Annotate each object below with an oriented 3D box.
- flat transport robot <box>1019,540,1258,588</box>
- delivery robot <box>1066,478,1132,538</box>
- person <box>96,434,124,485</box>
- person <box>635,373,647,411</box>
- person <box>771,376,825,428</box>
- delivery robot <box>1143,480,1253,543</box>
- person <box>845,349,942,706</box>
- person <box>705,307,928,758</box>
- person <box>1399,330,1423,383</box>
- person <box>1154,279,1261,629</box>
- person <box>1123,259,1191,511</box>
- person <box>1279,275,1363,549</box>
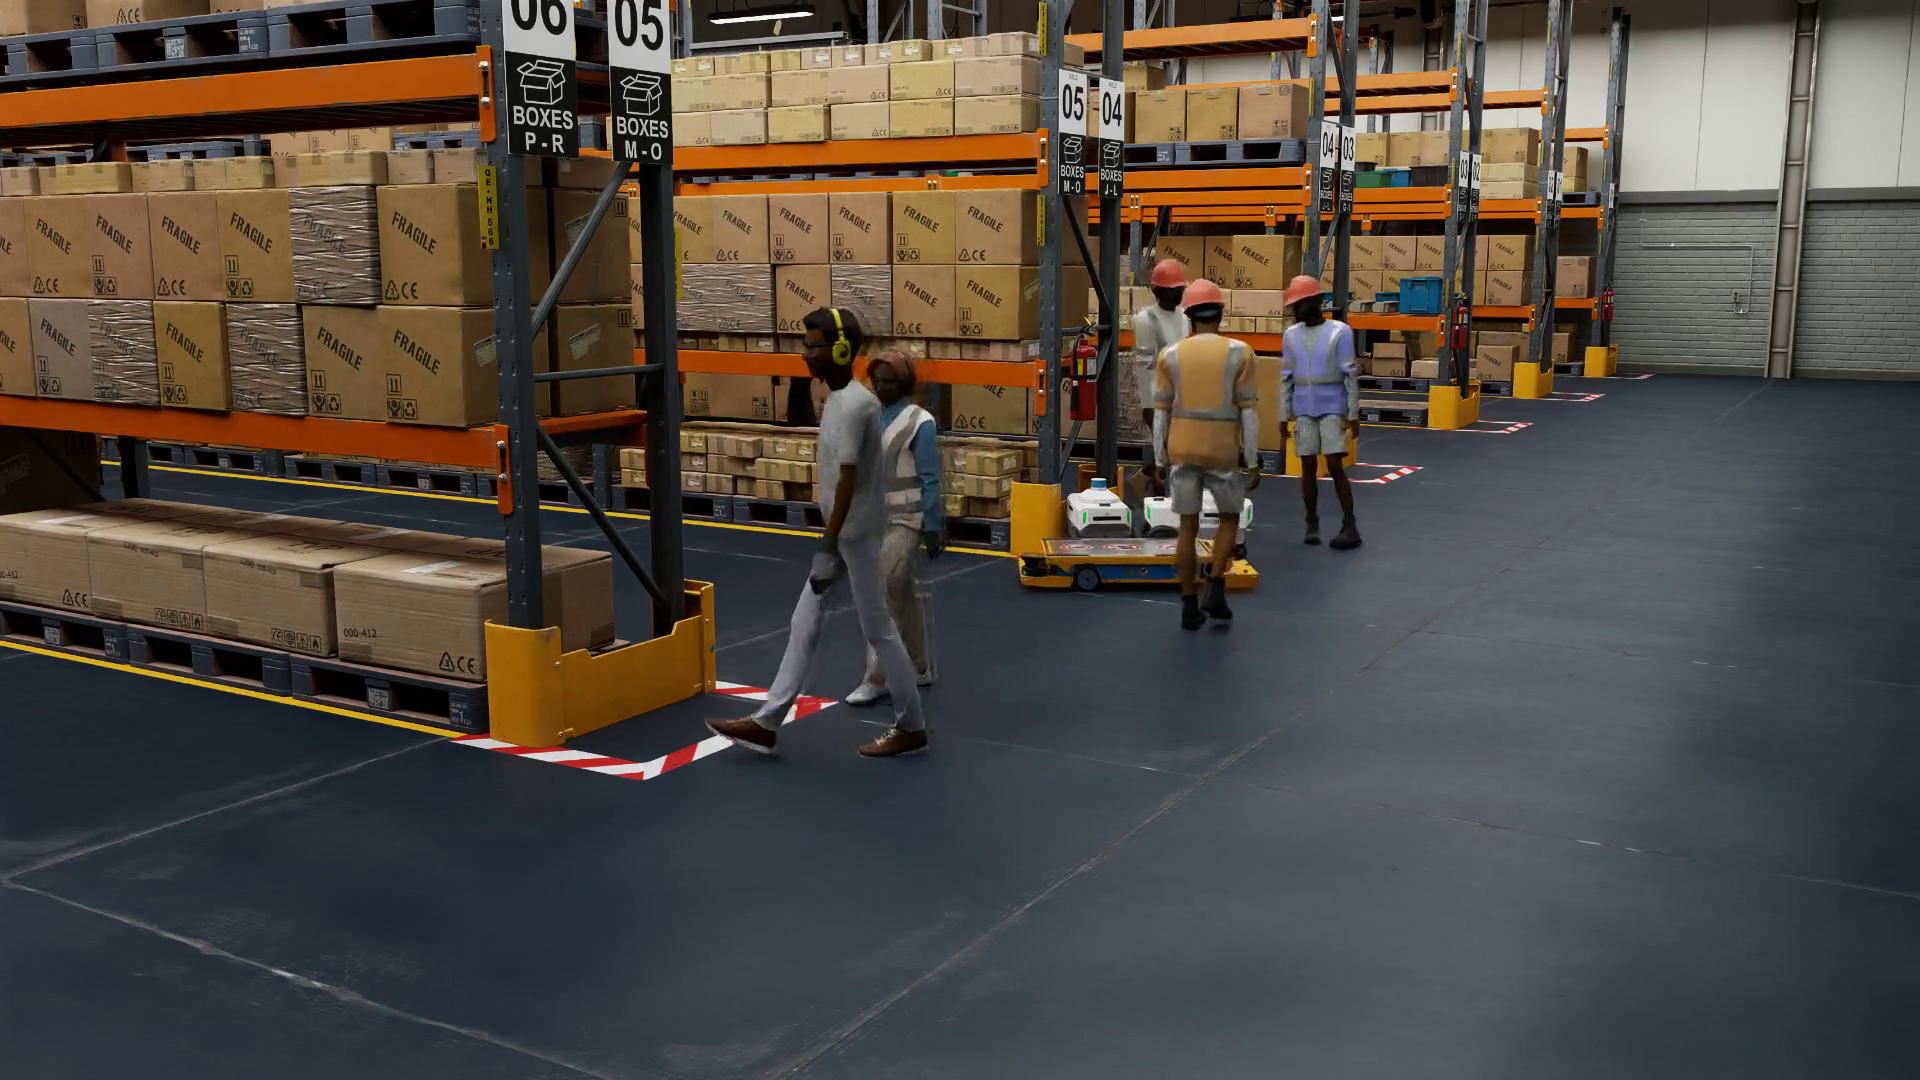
[{"bbox_3d":[1.090,0.136,10.360,1.431,0.197,0.652,0,10,0],"label":"flat transport robot"},{"bbox_3d":[0.917,-0.168,11.035,0.477,0.478,0.707,-1,10,-5],"label":"delivery robot"},{"bbox_3d":[-7.647,-1.454,14.797,0.549,1.937,0.358,-8,13,-39],"label":"person"},{"bbox_3d":[-2.971,-1.504,15.372,0.505,1.842,0.348,-7,12,-34],"label":"person"},{"bbox_3d":[-1.661,-1.707,16.210,0.886,1.957,0.641,5,11,25],"label":"person"},{"bbox_3d":[1.573,-0.162,11.000,0.707,0.478,0.477,1,10,4],"label":"delivery robot"},{"bbox_3d":[-0.366,-0.057,7.573,0.665,1.607,0.564,-6,11,-32],"label":"person"},{"bbox_3d":[-0.550,0.002,6.596,0.948,1.820,0.564,-2,10,-14],"label":"person"},{"bbox_3d":[7.252,-3.496,26.694,0.416,1.953,0.638,8,13,39],"label":"person"},{"bbox_3d":[1.348,-0.467,9.106,0.598,1.904,0.486,3,10,19],"label":"person"},{"bbox_3d":[1.474,-1.089,12.444,0.599,2.011,0.621,9,13,42],"label":"person"},{"bbox_3d":[2.509,-0.889,11.643,0.643,1.906,0.478,7,12,37],"label":"person"}]
